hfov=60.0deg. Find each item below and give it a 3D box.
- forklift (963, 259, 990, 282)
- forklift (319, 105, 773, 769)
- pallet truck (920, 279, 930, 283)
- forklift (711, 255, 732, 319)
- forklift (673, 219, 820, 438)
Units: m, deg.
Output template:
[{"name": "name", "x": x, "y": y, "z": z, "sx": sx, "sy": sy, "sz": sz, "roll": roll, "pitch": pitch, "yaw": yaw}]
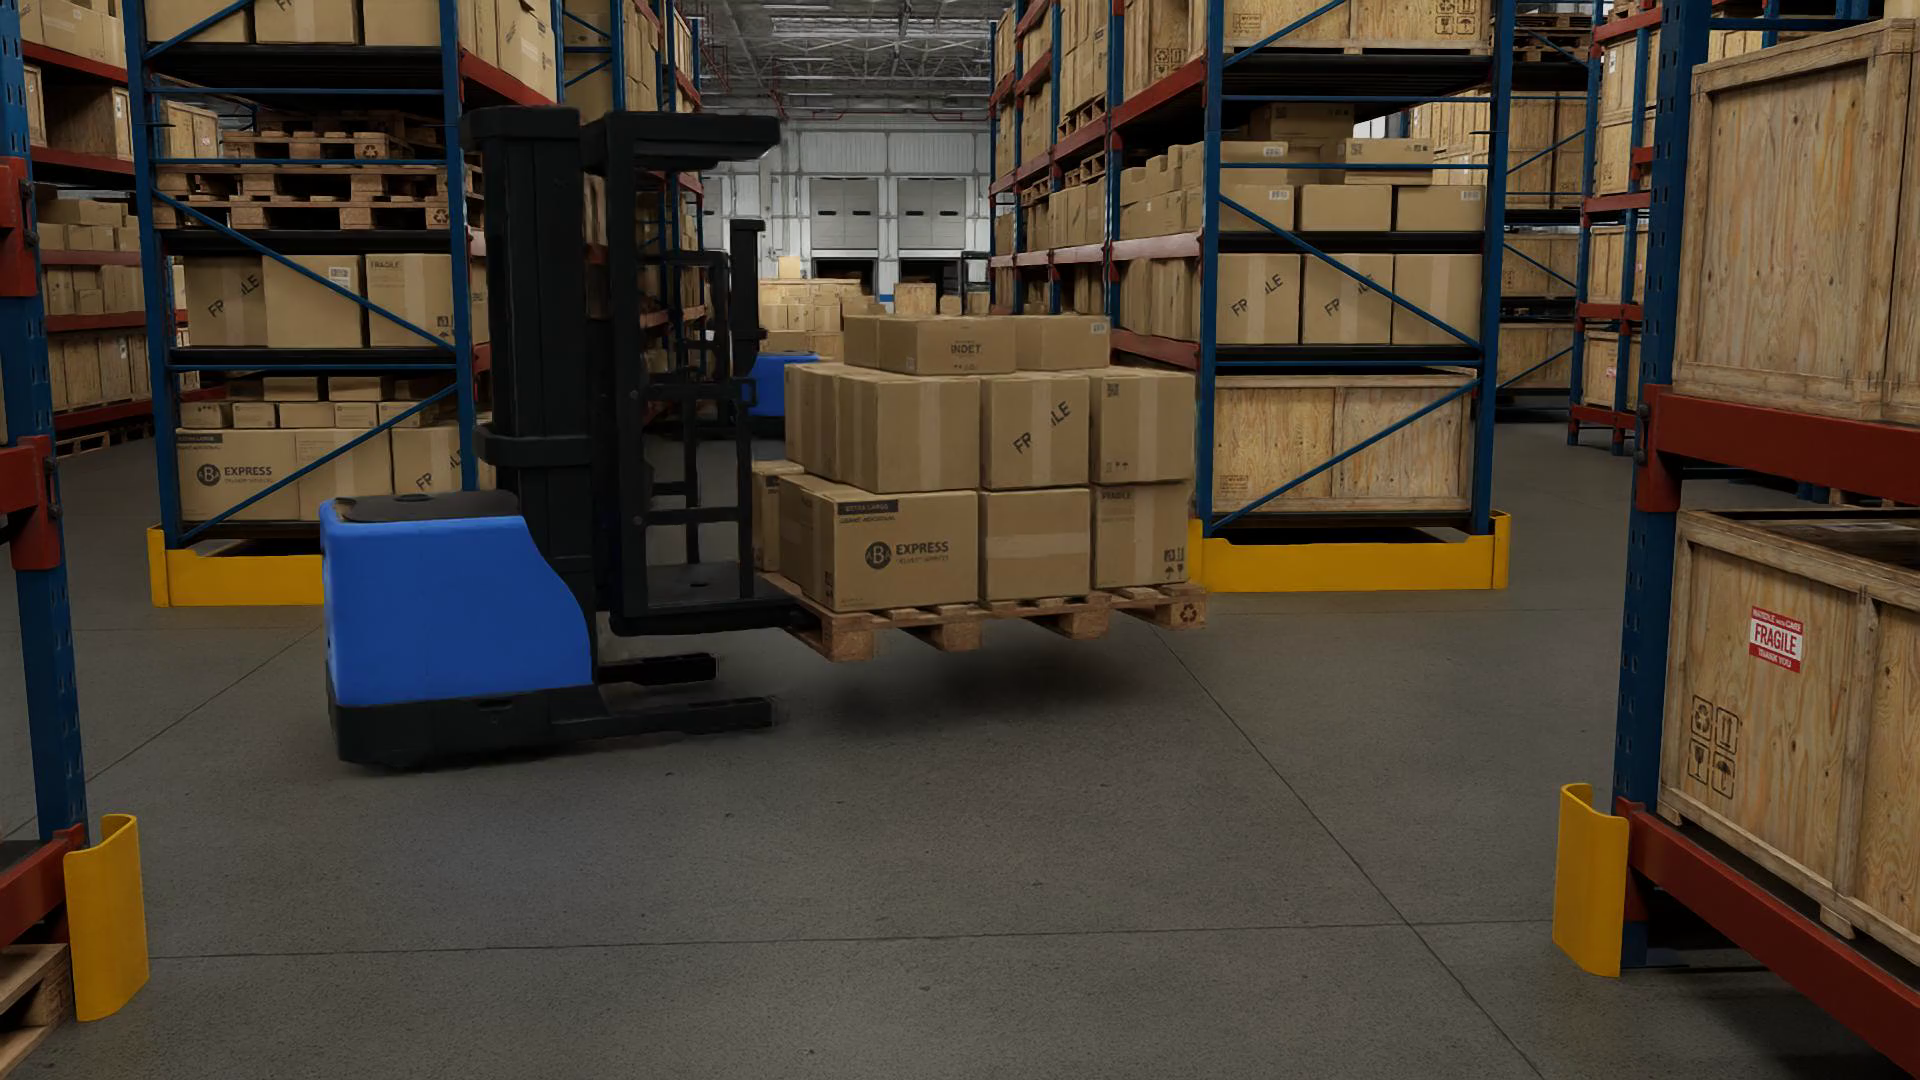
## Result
[{"name": "forklift", "x": 0.502, "y": -7.134, "z": 49.122, "sx": 1.129, "sy": 2.768, "sz": 1.873, "roll": -2, "pitch": 9, "yaw": -11}, {"name": "forklift", "x": -1.942, "y": -0.518, "z": 7.580, "sx": 1.873, "sy": 2.768, "sz": 1.129, "roll": -4, "pitch": 10, "yaw": -23}, {"name": "pallet truck", "x": -0.932, "y": -8.922, "z": 63.114, "sx": 1.885, "sy": 1.965, "sz": 0.823, "roll": 2, "pitch": 9, "yaw": 13}, {"name": "forklift", "x": -8.368, "y": -8.713, "z": 59.038, "sx": 1.129, "sy": 2.768, "sz": 1.873, "roll": -1, "pitch": 9, "yaw": -4}, {"name": "forklift", "x": -2.767, "y": -2.761, "z": 21.667, "sx": 1.873, "sy": 2.768, "sz": 1.129, "roll": -1, "pitch": 9, "yaw": -4}]
